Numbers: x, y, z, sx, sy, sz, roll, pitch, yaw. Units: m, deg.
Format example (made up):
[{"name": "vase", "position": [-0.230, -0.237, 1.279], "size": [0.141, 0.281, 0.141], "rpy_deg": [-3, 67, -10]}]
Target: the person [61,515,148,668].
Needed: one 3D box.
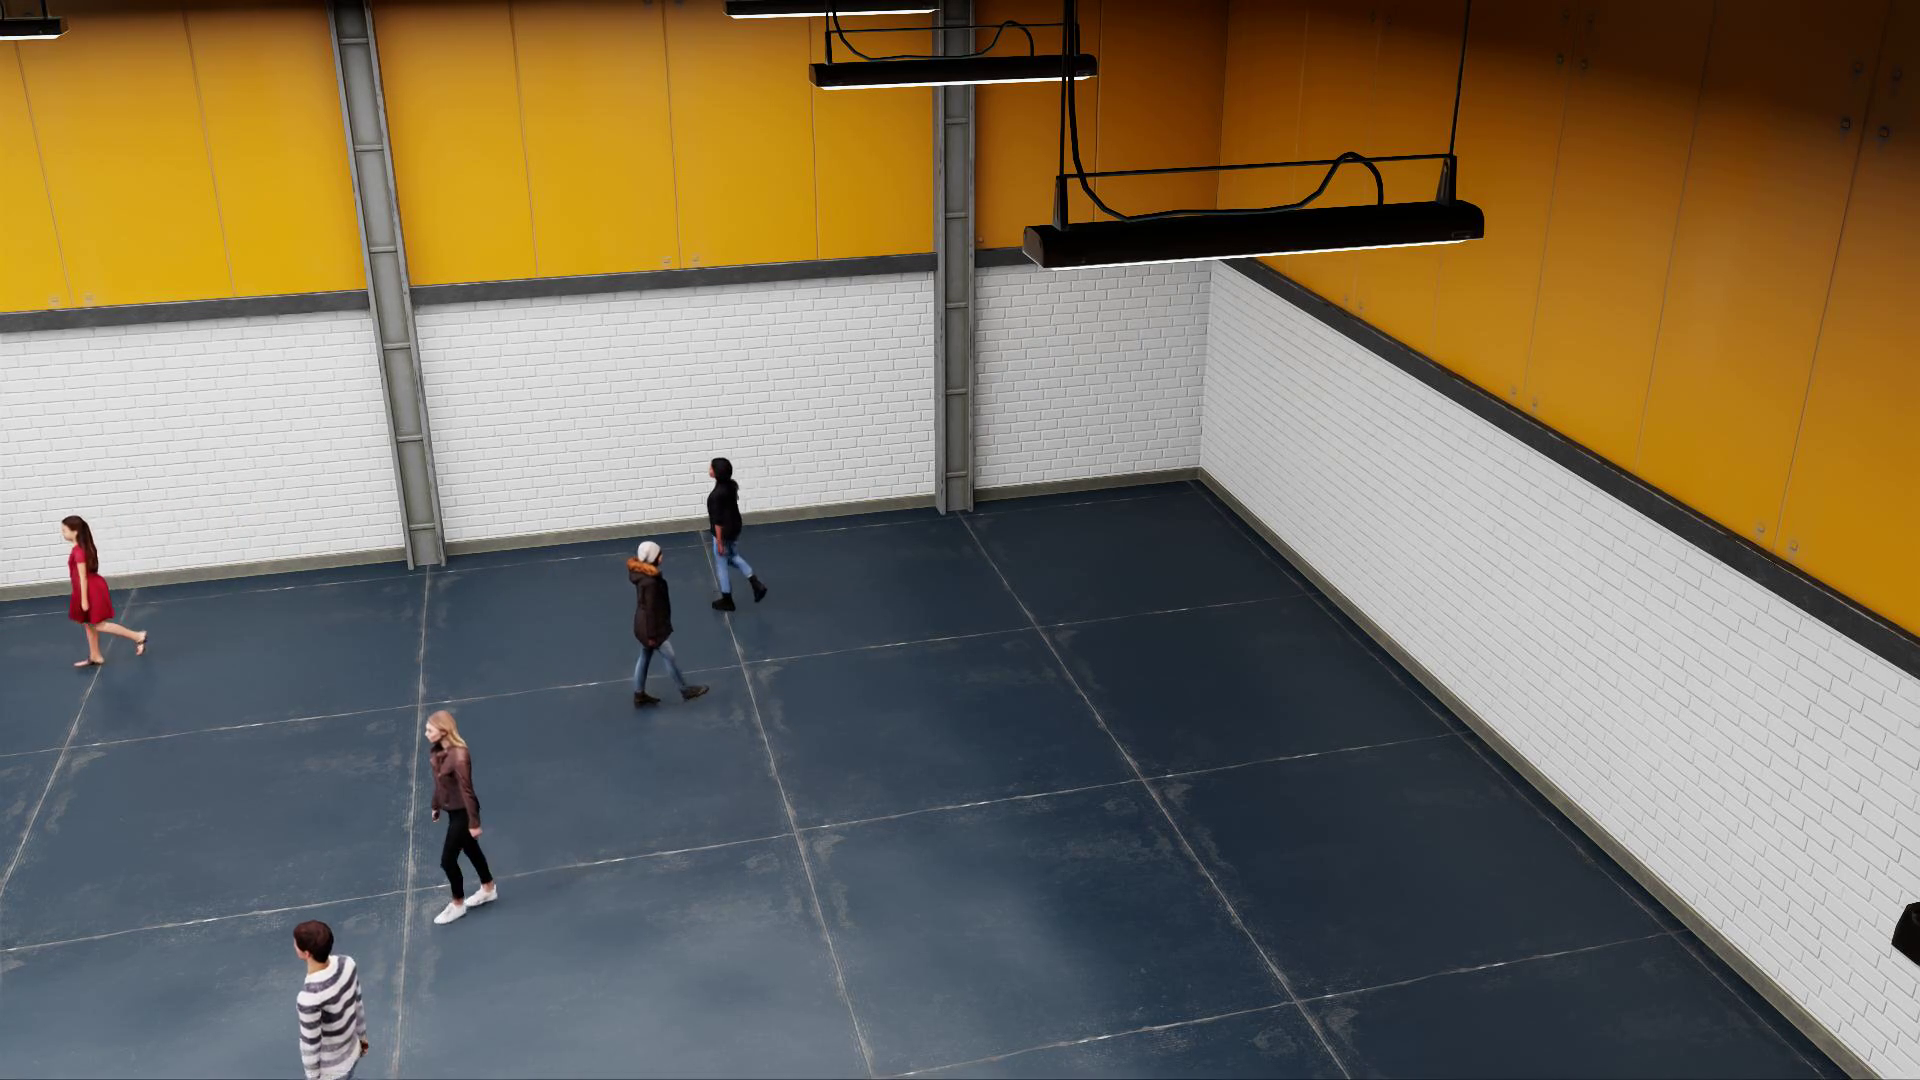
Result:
[{"name": "person", "position": [-8.200, 0.487, 15.829], "size": [0.942, 1.538, 0.654], "rpy_deg": [-11, 26, -23]}]

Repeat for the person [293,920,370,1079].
[{"name": "person", "position": [-3.551, 3.030, 9.653], "size": [1.177, 1.826, 0.929], "rpy_deg": [4, 24, 8]}]

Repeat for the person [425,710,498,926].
[{"name": "person", "position": [-3.589, 1.982, 12.226], "size": [0.850, 1.685, 0.767], "rpy_deg": [-16, 28, -32]}]

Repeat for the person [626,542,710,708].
[{"name": "person", "position": [-2.858, 0.790, 15.045], "size": [0.939, 1.611, 0.717], "rpy_deg": [-9, 25, -20]}]

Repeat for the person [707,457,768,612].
[{"name": "person", "position": [-2.284, -0.030, 16.840], "size": [0.924, 1.676, 0.839], "rpy_deg": [10, 26, 22]}]
